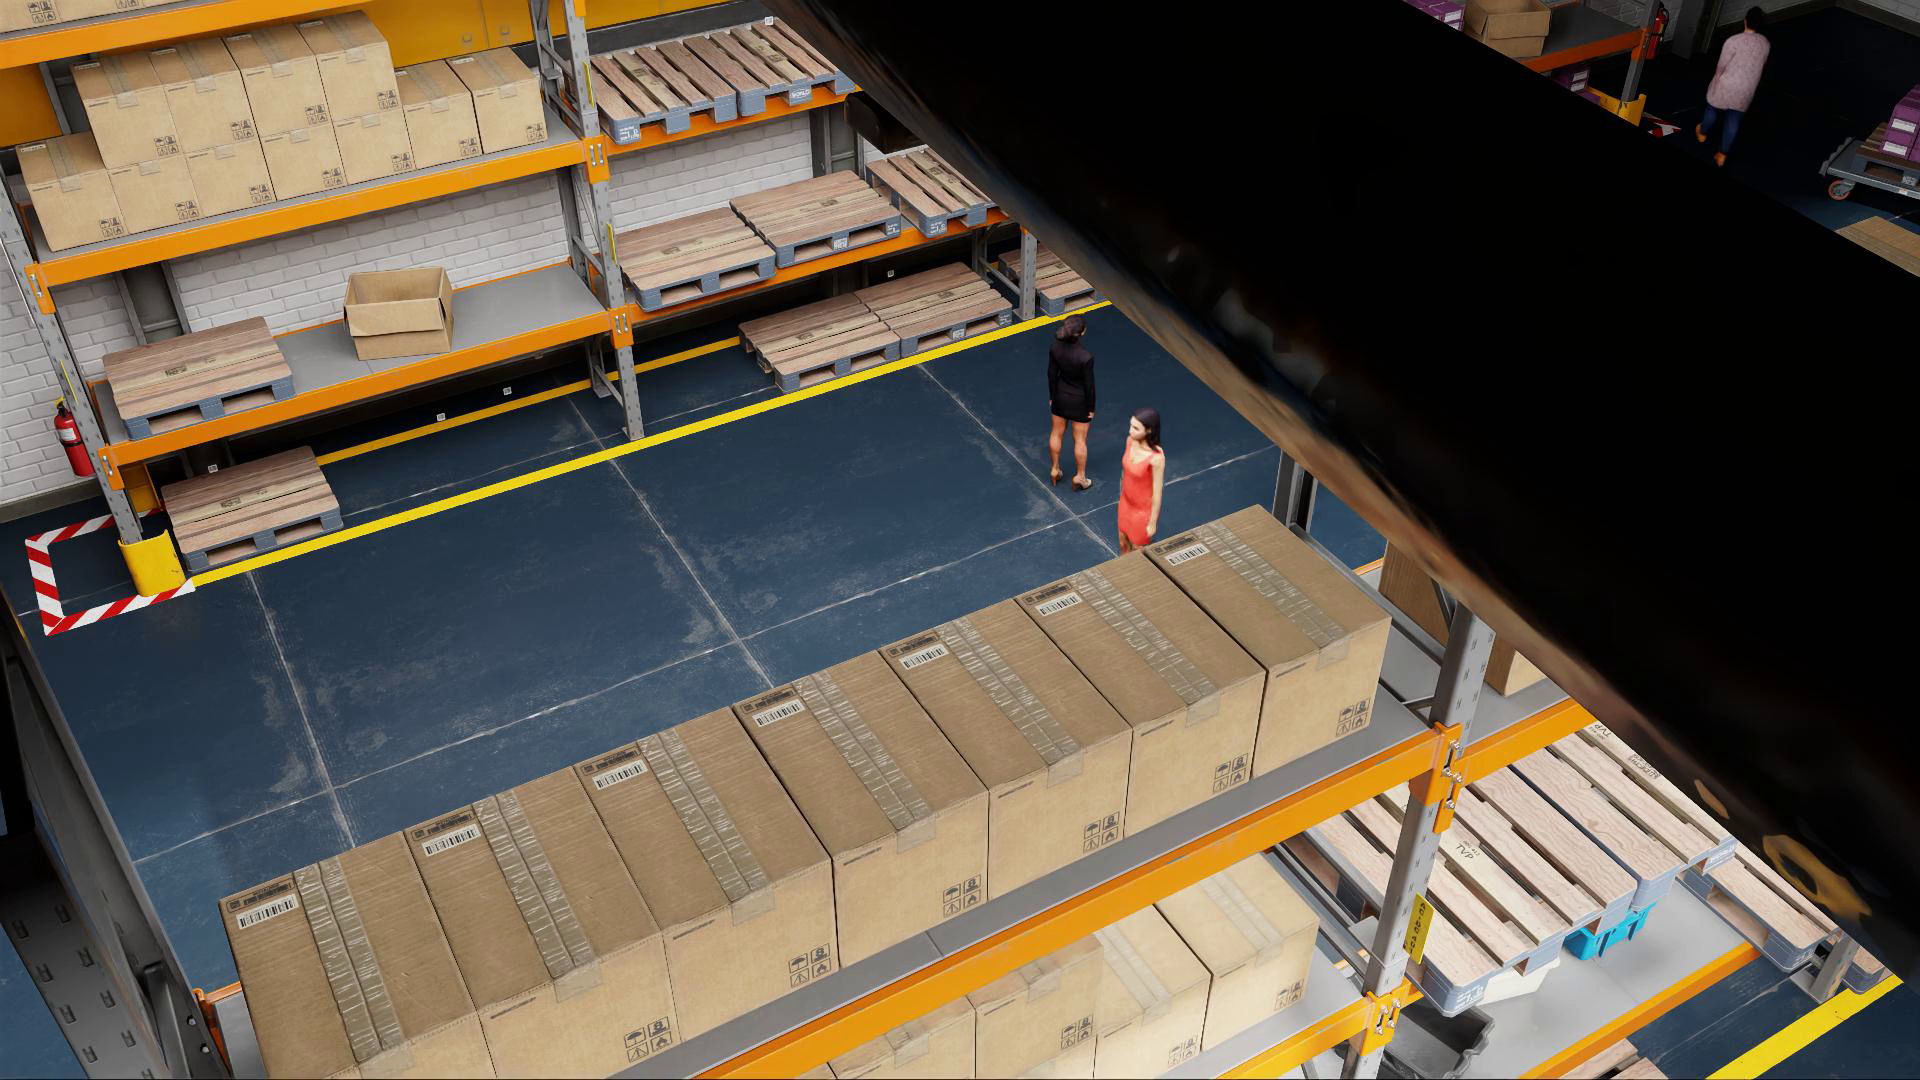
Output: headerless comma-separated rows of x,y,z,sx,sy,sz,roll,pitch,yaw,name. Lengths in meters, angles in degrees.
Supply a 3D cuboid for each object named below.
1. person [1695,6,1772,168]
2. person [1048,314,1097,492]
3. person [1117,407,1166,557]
8.463,-4.908,18.129,1.129,1.696,1.134,5,39,6,person
0.905,-1.104,13.410,0.687,1.640,0.746,20,43,23,person
1.394,-0.264,12.306,0.863,1.706,0.627,-23,44,-26,person
